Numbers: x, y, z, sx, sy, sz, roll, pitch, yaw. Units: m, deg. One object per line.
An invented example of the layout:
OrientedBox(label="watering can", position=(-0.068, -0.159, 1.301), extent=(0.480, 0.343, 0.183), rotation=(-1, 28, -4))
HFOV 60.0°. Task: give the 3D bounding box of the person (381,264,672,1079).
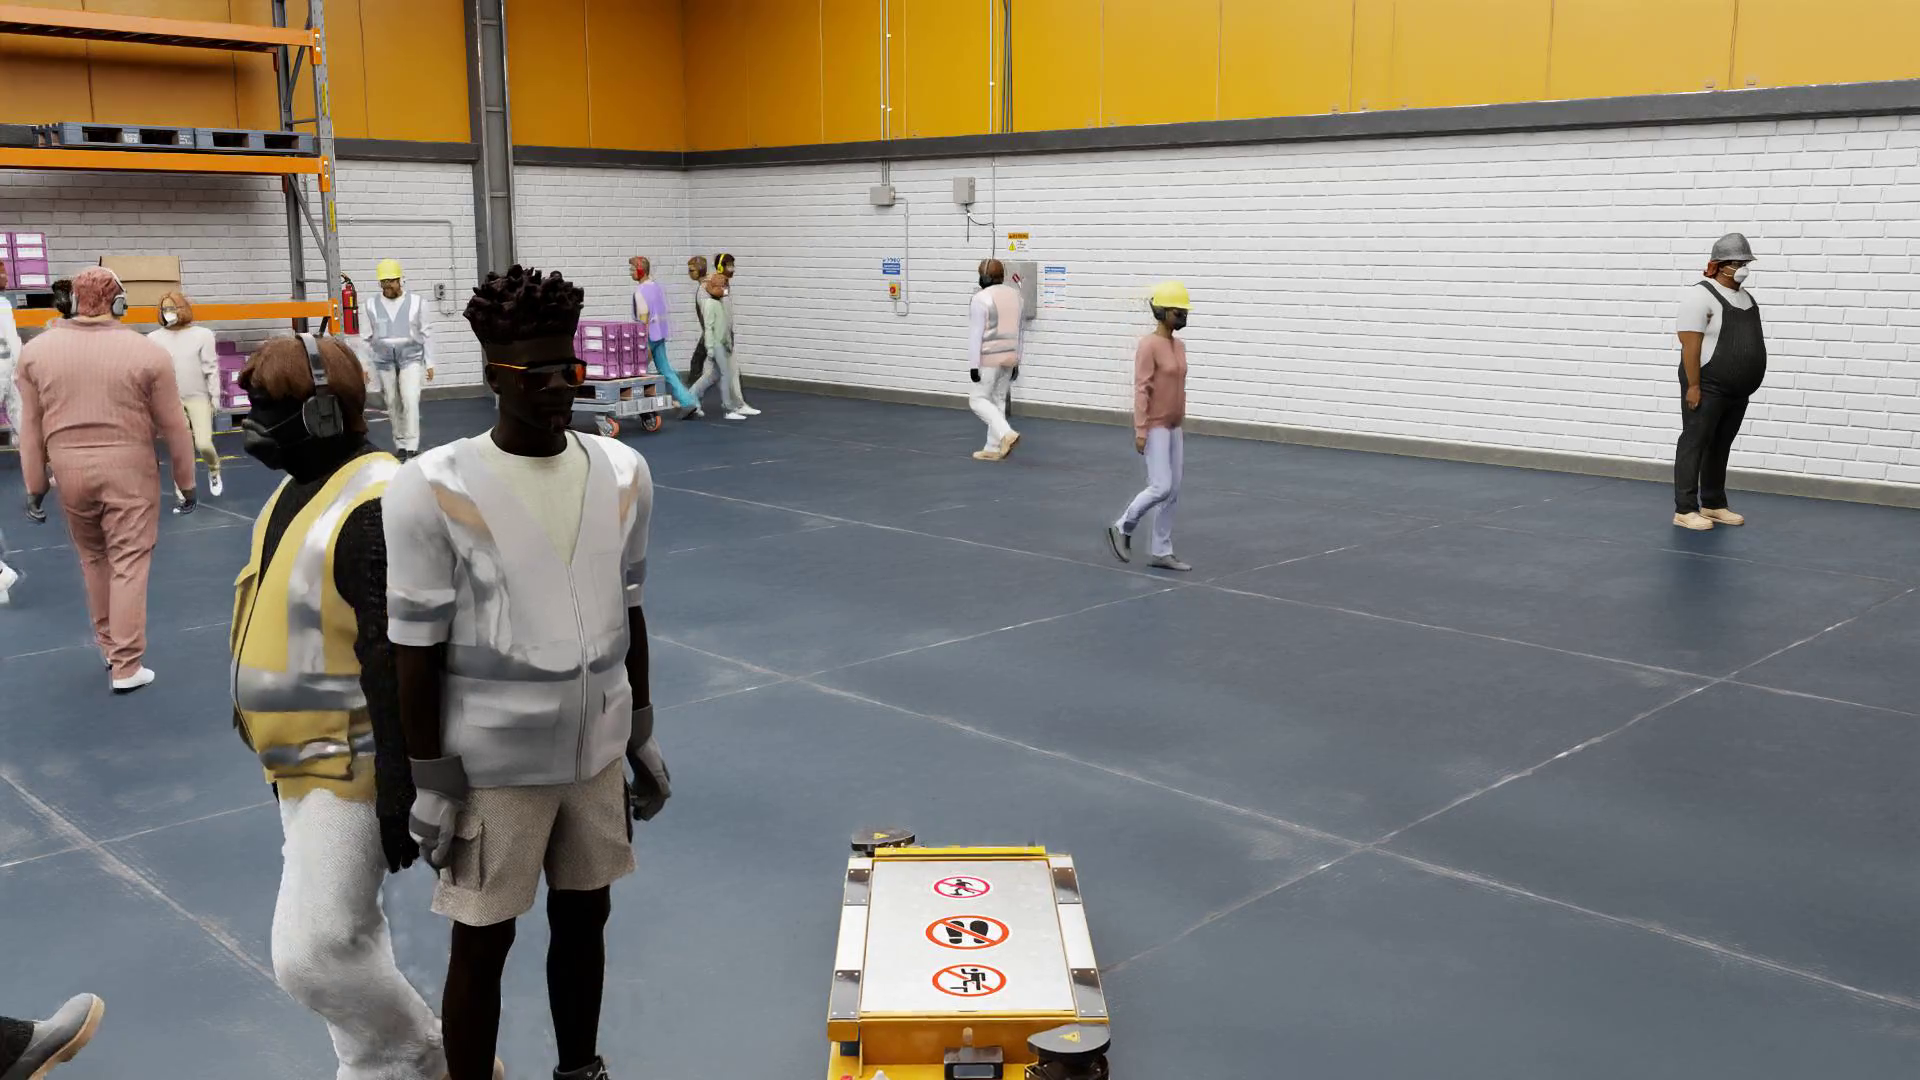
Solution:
OrientedBox(label="person", position=(-0.867, 0.424, 3.434), extent=(0.369, 1.965, 0.609), rotation=(10, 14, 43))

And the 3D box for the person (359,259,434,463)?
OrientedBox(label="person", position=(-4.994, -1.564, 14.701), extent=(0.616, 1.804, 0.765), rotation=(-2, 11, -9))

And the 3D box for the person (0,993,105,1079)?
OrientedBox(label="person", position=(-2.280, 0.441, 3.391), extent=(0.652, 1.940, 1.034), rotation=(6, 12, 30))

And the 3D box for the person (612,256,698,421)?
OrientedBox(label="person", position=(-3.336, -2.185, 18.118), extent=(0.935, 1.804, 0.577), rotation=(3, 11, 16))

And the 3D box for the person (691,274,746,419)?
OrientedBox(label="person", position=(-2.730, -2.129, 18.358), extent=(0.706, 1.603, 0.535), rotation=(2, 11, 12))

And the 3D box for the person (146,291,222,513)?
OrientedBox(label="person", position=(-5.701, -1.027, 12.279), extent=(0.510, 1.621, 0.485), rotation=(-1, 10, -8))

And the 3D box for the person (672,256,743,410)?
OrientedBox(label="person", position=(-2.917, -2.359, 19.140), extent=(0.834, 1.779, 0.538), rotation=(1, 10, 6))

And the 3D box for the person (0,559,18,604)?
OrientedBox(label="person", position=(-5.388, -0.526, 8.918), extent=(0.433, 1.859, 0.502), rotation=(-7, 13, -34))

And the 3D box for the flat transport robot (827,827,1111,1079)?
OrientedBox(label="flat transport robot", position=(0.009, 1.094, 4.408), extent=(0.652, 0.197, 1.431), rotation=(0, 10, -1))

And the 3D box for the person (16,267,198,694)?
OrientedBox(label="person", position=(-3.814, -0.289, 7.561), extent=(0.686, 1.873, 0.830), rotation=(-2, 10, -8))

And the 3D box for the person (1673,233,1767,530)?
OrientedBox(label="person", position=(5.290, -1.095, 11.515), extent=(0.673, 2.000, 0.536), rotation=(-6, 12, -31))

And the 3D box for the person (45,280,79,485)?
OrientedBox(label="person", position=(-7.247, -1.317, 13.748), extent=(0.536, 1.671, 0.787), rotation=(3, 11, 14))

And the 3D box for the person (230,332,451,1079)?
OrientedBox(label="person", position=(-1.311, 0.479, 3.523), extent=(0.450, 1.826, 0.648), rotation=(-8, 13, -36))

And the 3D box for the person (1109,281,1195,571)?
OrientedBox(label="person", position=(1.191, -0.675, 10.007), extent=(0.431, 1.754, 0.542), rotation=(8, 13, 36))

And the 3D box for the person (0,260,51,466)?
OrientedBox(label="person", position=(-8.222, -1.476, 14.184), extent=(0.594, 1.831, 1.001), rotation=(8, 13, 36))

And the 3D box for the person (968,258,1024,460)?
OrientedBox(label="person", position=(0.331, -1.585, 14.801), extent=(0.569, 1.828, 0.626), rotation=(10, 14, 44))

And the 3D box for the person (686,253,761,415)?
OrientedBox(label="person", position=(-2.736, -2.328, 18.823), extent=(0.905, 1.829, 0.542), rotation=(2, 11, 10))
